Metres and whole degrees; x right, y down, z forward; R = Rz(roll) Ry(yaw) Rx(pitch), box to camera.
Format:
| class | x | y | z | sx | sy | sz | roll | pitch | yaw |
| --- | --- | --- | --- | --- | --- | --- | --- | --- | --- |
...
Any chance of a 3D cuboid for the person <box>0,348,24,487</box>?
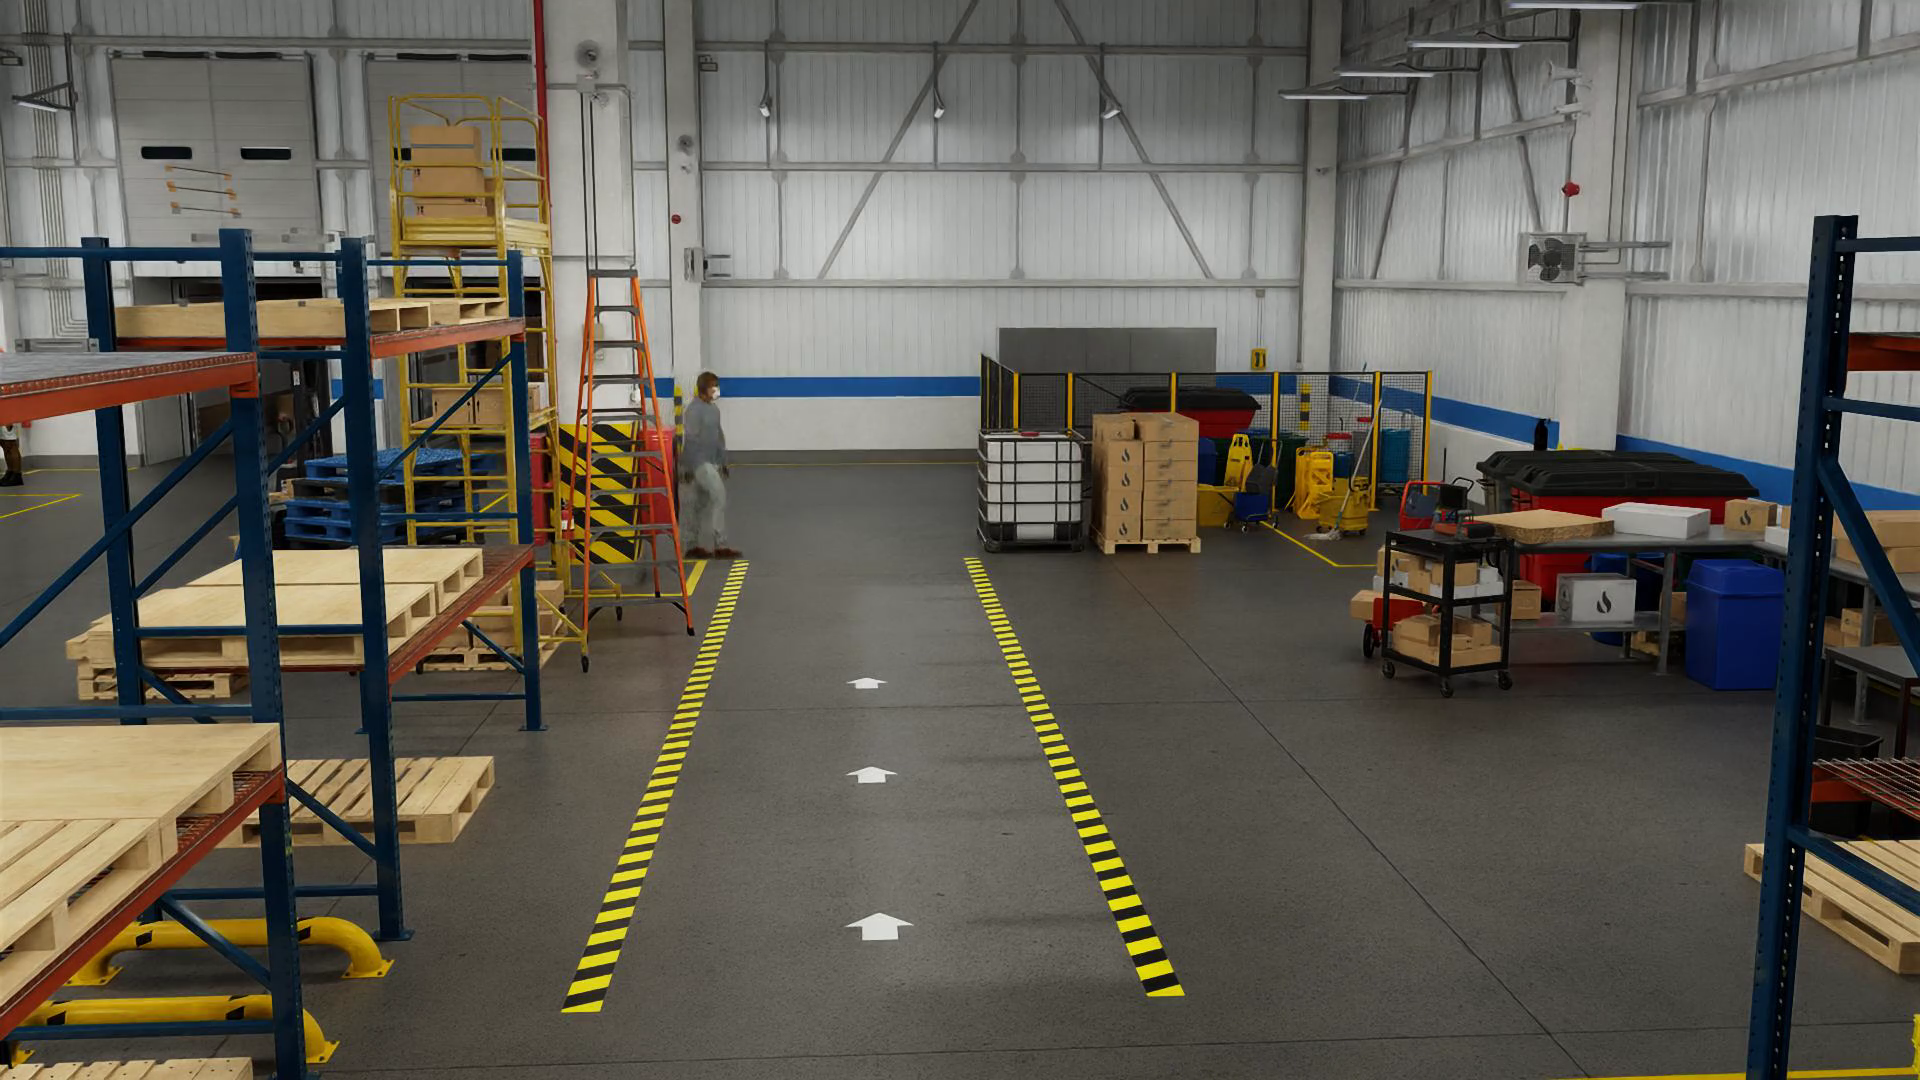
| class | x | y | z | sx | sy | sz | roll | pitch | yaw |
| --- | --- | --- | --- | --- | --- | --- | --- | --- | --- |
| person | -13.094 | -1.691 | 22.731 | 0.544 | 1.930 | 0.388 | 8 | 12 | 40 |

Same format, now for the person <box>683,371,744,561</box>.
| class | x | y | z | sx | sy | sz | roll | pitch | yaw |
| --- | --- | --- | --- | --- | --- | --- | --- | --- | --- |
| person | -2.454 | -0.737 | 16.773 | 0.811 | 1.909 | 0.661 | 2 | 9 | 10 |

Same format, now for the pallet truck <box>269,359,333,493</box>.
| class | x | y | z | sx | sy | sz | roll | pitch | yaw |
| --- | --- | --- | --- | --- | --- | --- | --- | --- | --- |
| pallet truck | -7.062 | -1.131 | 18.996 | 1.885 | 1.965 | 0.823 | 2 | 9 | 13 |
